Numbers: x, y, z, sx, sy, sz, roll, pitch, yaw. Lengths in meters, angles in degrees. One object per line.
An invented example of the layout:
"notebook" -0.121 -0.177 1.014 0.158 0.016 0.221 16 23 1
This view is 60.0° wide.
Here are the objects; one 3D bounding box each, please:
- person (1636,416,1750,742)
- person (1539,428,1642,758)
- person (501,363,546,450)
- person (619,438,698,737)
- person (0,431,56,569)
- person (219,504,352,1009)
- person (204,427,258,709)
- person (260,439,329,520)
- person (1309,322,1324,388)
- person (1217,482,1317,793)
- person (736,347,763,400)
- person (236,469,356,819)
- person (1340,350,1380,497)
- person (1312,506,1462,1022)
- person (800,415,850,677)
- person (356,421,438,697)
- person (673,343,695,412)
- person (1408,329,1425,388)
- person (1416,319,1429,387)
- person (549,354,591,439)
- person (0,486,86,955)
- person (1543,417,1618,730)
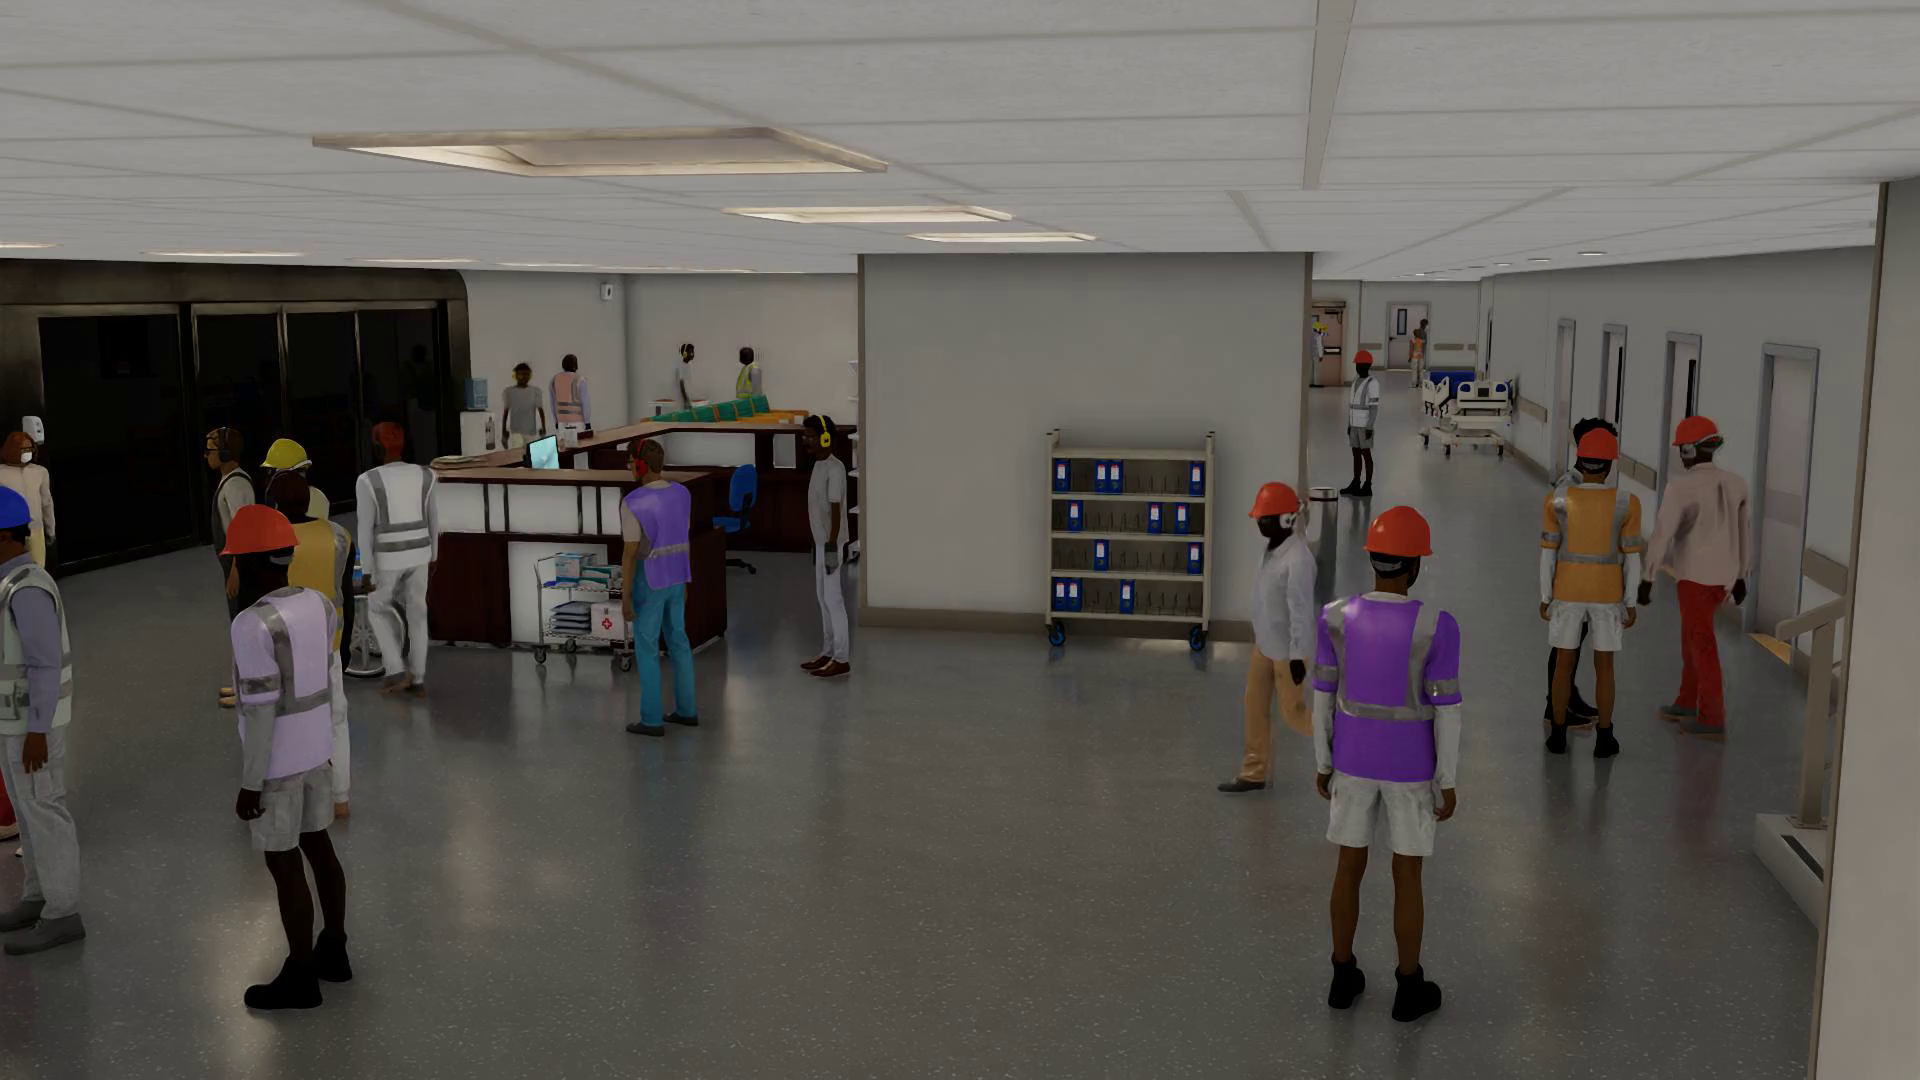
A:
"person" 4.502 0.223 10.245 0.659 1.956 0.779 -4 9 -24
"person" 3.691 0.309 9.768 0.552 1.937 0.356 4 9 24
"person" -5.530 -1.334 21.103 0.514 1.805 1.015 -4 9 -24
"person" -1.850 0.293 10.233 0.382 1.835 0.571 6 10 34
"person" -7.446 -0.054 13.232 0.285 1.627 0.504 5 10 29
"person" -2.606 0.823 6.366 0.377 1.932 0.552 1 9 10
"person" -4.761 0.178 10.937 0.330 1.844 0.520 -3 9 -21
"person" -4.097 0.292 10.234 0.404 1.833 0.590 0 9 1
"person" 9.944 -5.156 46.381 0.403 1.834 0.589 -3 9 -20
"person" 1.807 0.537 8.973 0.723 1.725 0.570 -2 9 -12
"person" -3.417 -2.203 26.817 0.474 1.822 0.638 -3 9 -17
"person" -3.371 0.559 8.440 0.429 1.844 0.623 7 11 37
"person" 5.323 -1.548 22.084 0.347 1.942 0.545 -3 9 -21
"person" 1.615 0.834 6.291 0.551 1.934 0.373 5 10 31
"person" -0.957 0.039 11.823 0.326 1.863 0.508 -3 9 -19
"person" -3.739 0.139 11.128 0.615 1.872 0.404 -7 11 -40
"person" -4.562 -2.343 27.666 0.487 1.846 0.510 2 9 14
"person" 12.752 -5.068 46.435 0.514 1.641 0.315 -3 9 -21
"person" 12.937 -5.243 46.651 0.375 1.929 0.639 2 9 13
"person" -5.394 -1.662 23.163 0.625 1.847 0.429 3 9 21
"person" -3.909 0.733 6.925 0.397 1.944 0.617 -7 11 -40
"person" 3.876 0.205 10.417 0.387 1.954 0.610 6 10 33
